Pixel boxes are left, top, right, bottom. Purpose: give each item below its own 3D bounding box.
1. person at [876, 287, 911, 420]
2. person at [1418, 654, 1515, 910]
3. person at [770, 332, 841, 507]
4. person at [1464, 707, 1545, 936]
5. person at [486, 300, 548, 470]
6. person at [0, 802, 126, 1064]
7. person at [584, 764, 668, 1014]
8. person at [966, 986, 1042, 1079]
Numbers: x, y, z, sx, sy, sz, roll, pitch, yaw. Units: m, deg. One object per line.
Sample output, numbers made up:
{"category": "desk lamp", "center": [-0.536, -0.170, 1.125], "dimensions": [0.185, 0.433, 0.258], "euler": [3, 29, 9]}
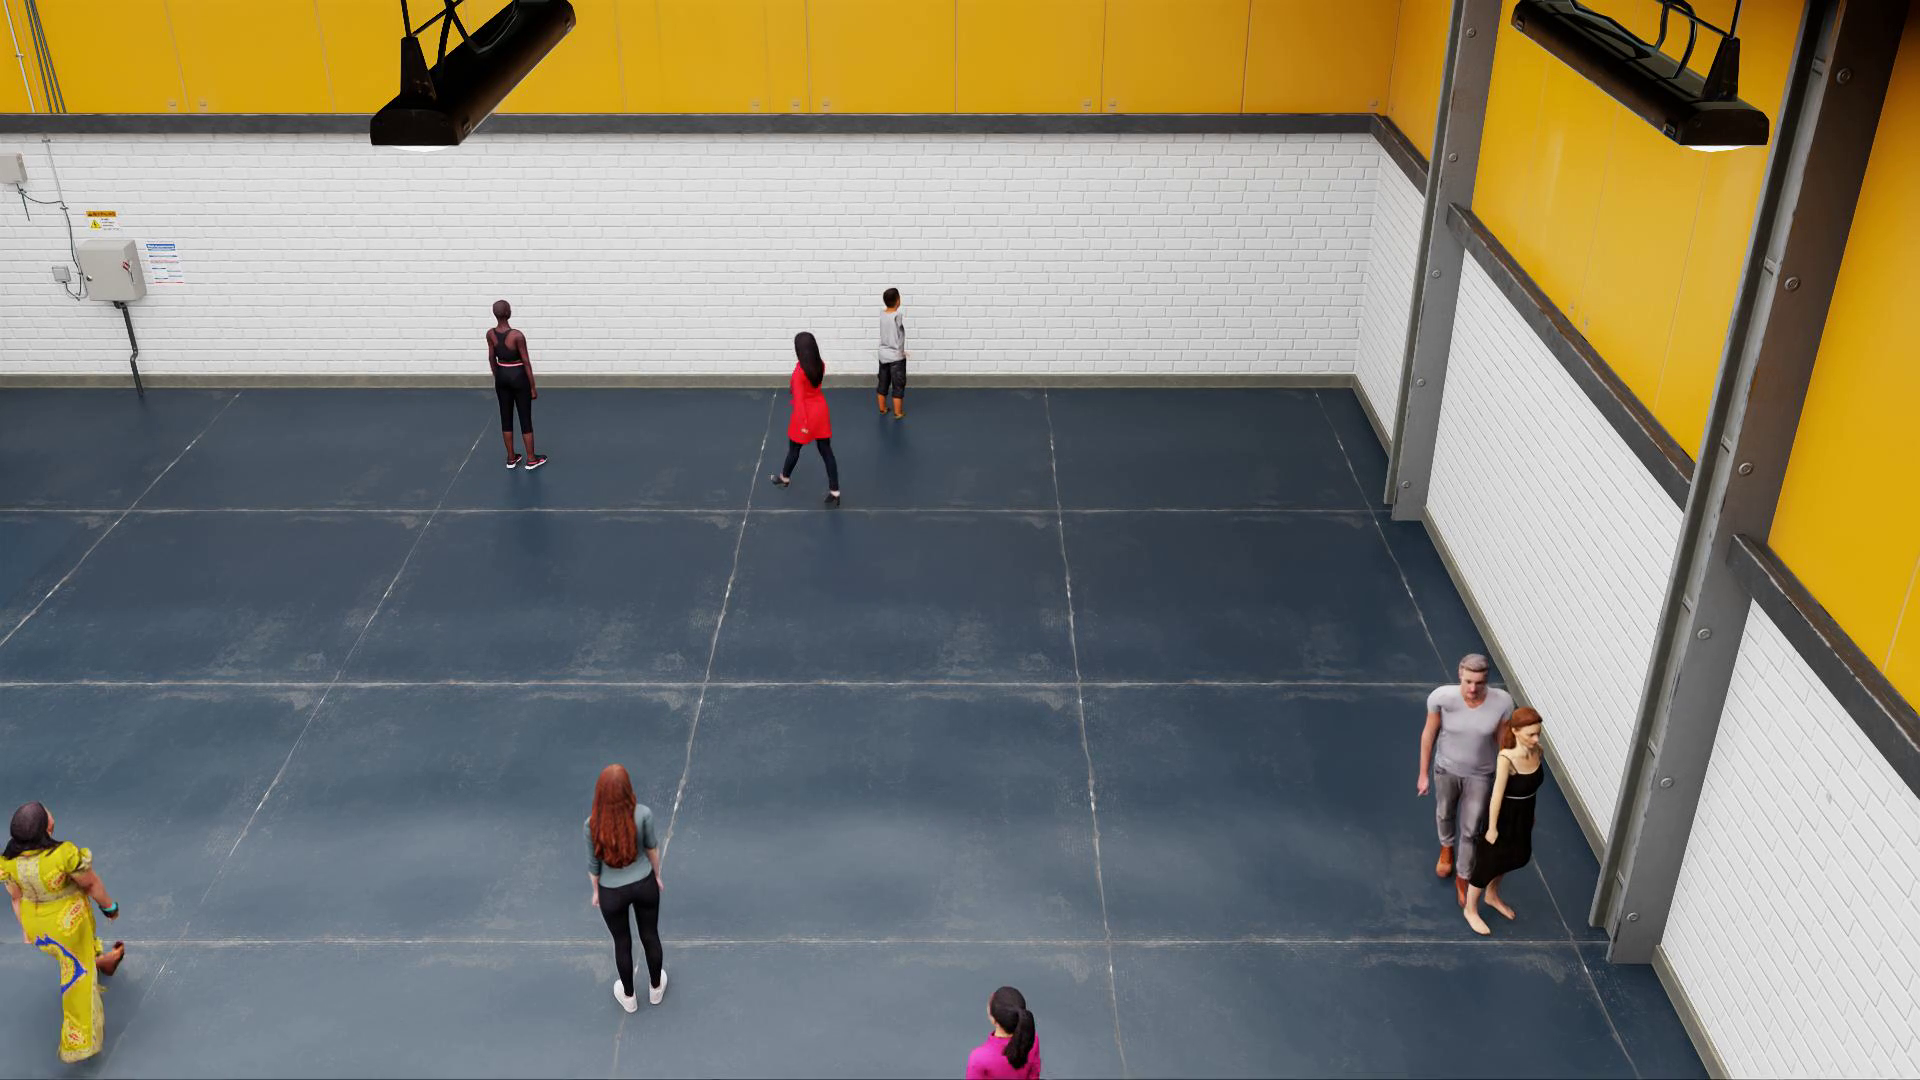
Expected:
{"category": "person", "center": [-0.727, -2.023, 17.662], "dimensions": [0.644, 1.449, 0.656], "euler": [17, 33, 28]}
{"category": "person", "center": [3.305, 1.452, 10.925], "dimensions": [0.859, 1.798, 0.942], "euler": [9, 30, 15]}
{"category": "person", "center": [-1.334, -1.105, 15.713], "dimensions": [1.046, 1.703, 1.070], "euler": [19, 34, 31]}
{"category": "person", "center": [3.479, 1.751, 10.558], "dimensions": [0.681, 1.625, 0.718], "euler": [-17, 33, -29]}
{"category": "person", "center": [-4.437, -1.545, 16.461], "dimensions": [0.637, 1.758, 0.594], "euler": [6, 29, 11]}
{"category": "person", "center": [-5.202, 2.291, 9.593], "dimensions": [0.734, 1.602, 1.195], "euler": [0, 29, -1]}
{"category": "person", "center": [-1.969, 2.068, 9.854], "dimensions": [0.644, 1.743, 0.643], "euler": [-9, 30, -17]}
{"category": "person", "center": [0.247, 2.951, 8.289], "dimensions": [0.820, 1.692, 0.925], "euler": [-17, 33, -28]}
